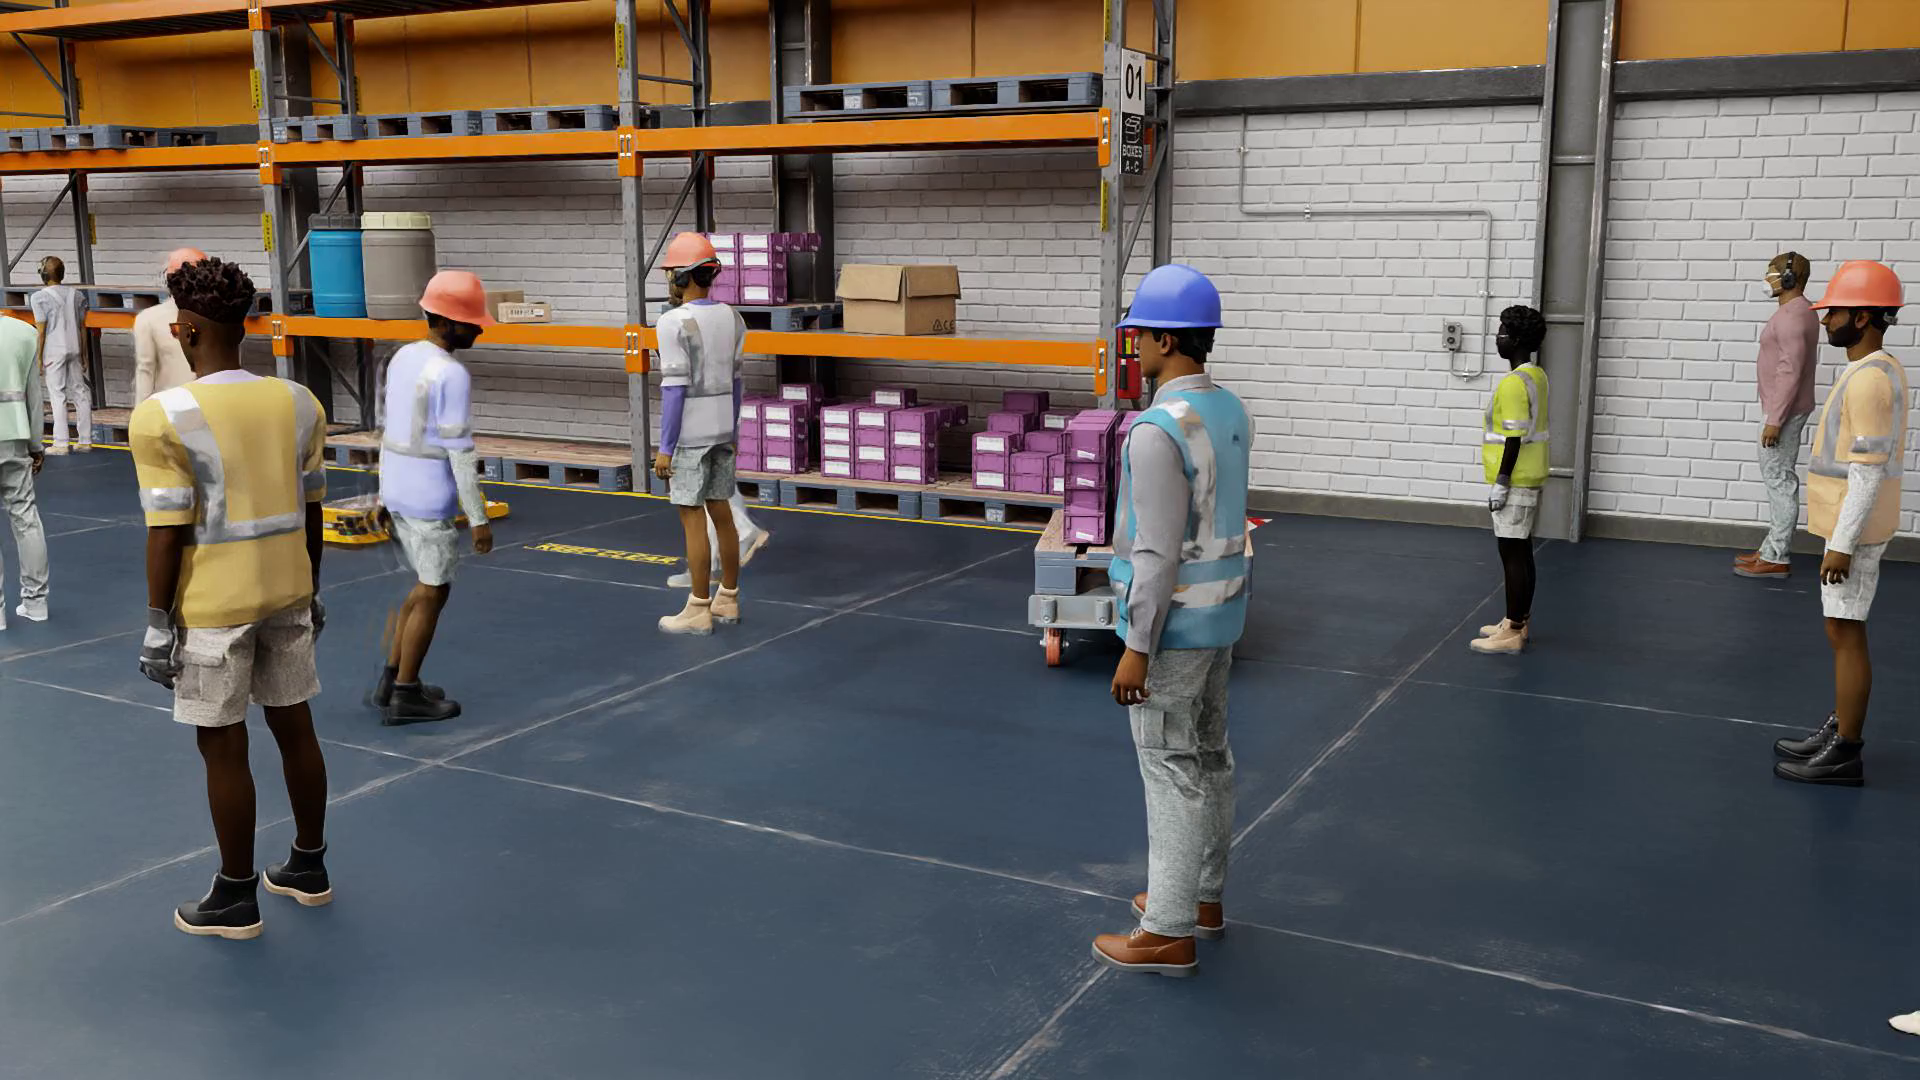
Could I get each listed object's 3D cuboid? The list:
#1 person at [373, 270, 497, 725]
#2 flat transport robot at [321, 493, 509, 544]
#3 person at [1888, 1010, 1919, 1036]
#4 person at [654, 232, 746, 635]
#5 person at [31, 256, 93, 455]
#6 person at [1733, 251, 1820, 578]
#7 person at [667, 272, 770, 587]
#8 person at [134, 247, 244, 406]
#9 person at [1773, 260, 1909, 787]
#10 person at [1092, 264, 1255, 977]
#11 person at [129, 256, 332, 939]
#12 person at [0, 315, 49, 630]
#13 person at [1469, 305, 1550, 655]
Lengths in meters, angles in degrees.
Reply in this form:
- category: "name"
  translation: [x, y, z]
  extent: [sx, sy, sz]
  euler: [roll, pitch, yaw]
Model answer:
- category: "person"
  translation: [-2.168, -0.163, 6.877]
  extent: [0.516, 1.888, 0.595]
  euler: [-9, 14, -40]
- category: "flat transport robot"
  translation: [-3.867, -0.195, 11.494]
  extent: [0.652, 0.197, 1.431]
  euler: [5, 12, 28]
- category: "person"
  translation: [2.816, 0.429, 4.148]
  extent: [0.766, 1.715, 0.539]
  euler: [2, 11, 13]
- category: "person"
  translation: [-1.350, -0.537, 8.509]
  extent: [0.376, 2.043, 0.609]
  euler: [5, 12, 28]
- category: "person"
  translation: [-8.364, -1.710, 15.480]
  extent: [0.343, 1.846, 0.507]
  euler: [5, 12, 28]
- category: "person"
  translation: [4.886, -0.741, 9.915]
  extent: [0.370, 1.939, 0.631]
  euler: [5, 12, 28]
- category: "person"
  translation: [-1.440, -0.662, 9.691]
  extent: [0.510, 1.873, 0.646]
  euler: [-2, 10, -9]
- category: "person"
  translation: [-4.688, -0.793, 10.149]
  extent: [0.548, 1.965, 0.626]
  euler: [9, 14, 41]
- category: "person"
  translation: [3.272, -0.056, 6.161]
  extent: [0.359, 1.938, 0.547]
  euler: [5, 12, 28]
- category: "person"
  translation: [0.597, 0.225, 4.591]
  extent: [0.389, 1.948, 0.607]
  euler: [5, 12, 28]
- category: "person"
  translation: [-2.103, 0.172, 4.837]
  extent: [0.365, 1.965, 0.608]
  euler: [5, 12, 28]
- category: "person"
  translation: [-5.012, -0.492, 8.597]
  extent: [0.390, 1.922, 0.591]
  euler: [5, 12, 28]
- category: "person"
  translation: [2.700, -0.292, 8.117]
  extent: [0.318, 1.696, 0.537]
  euler: [5, 12, 28]
